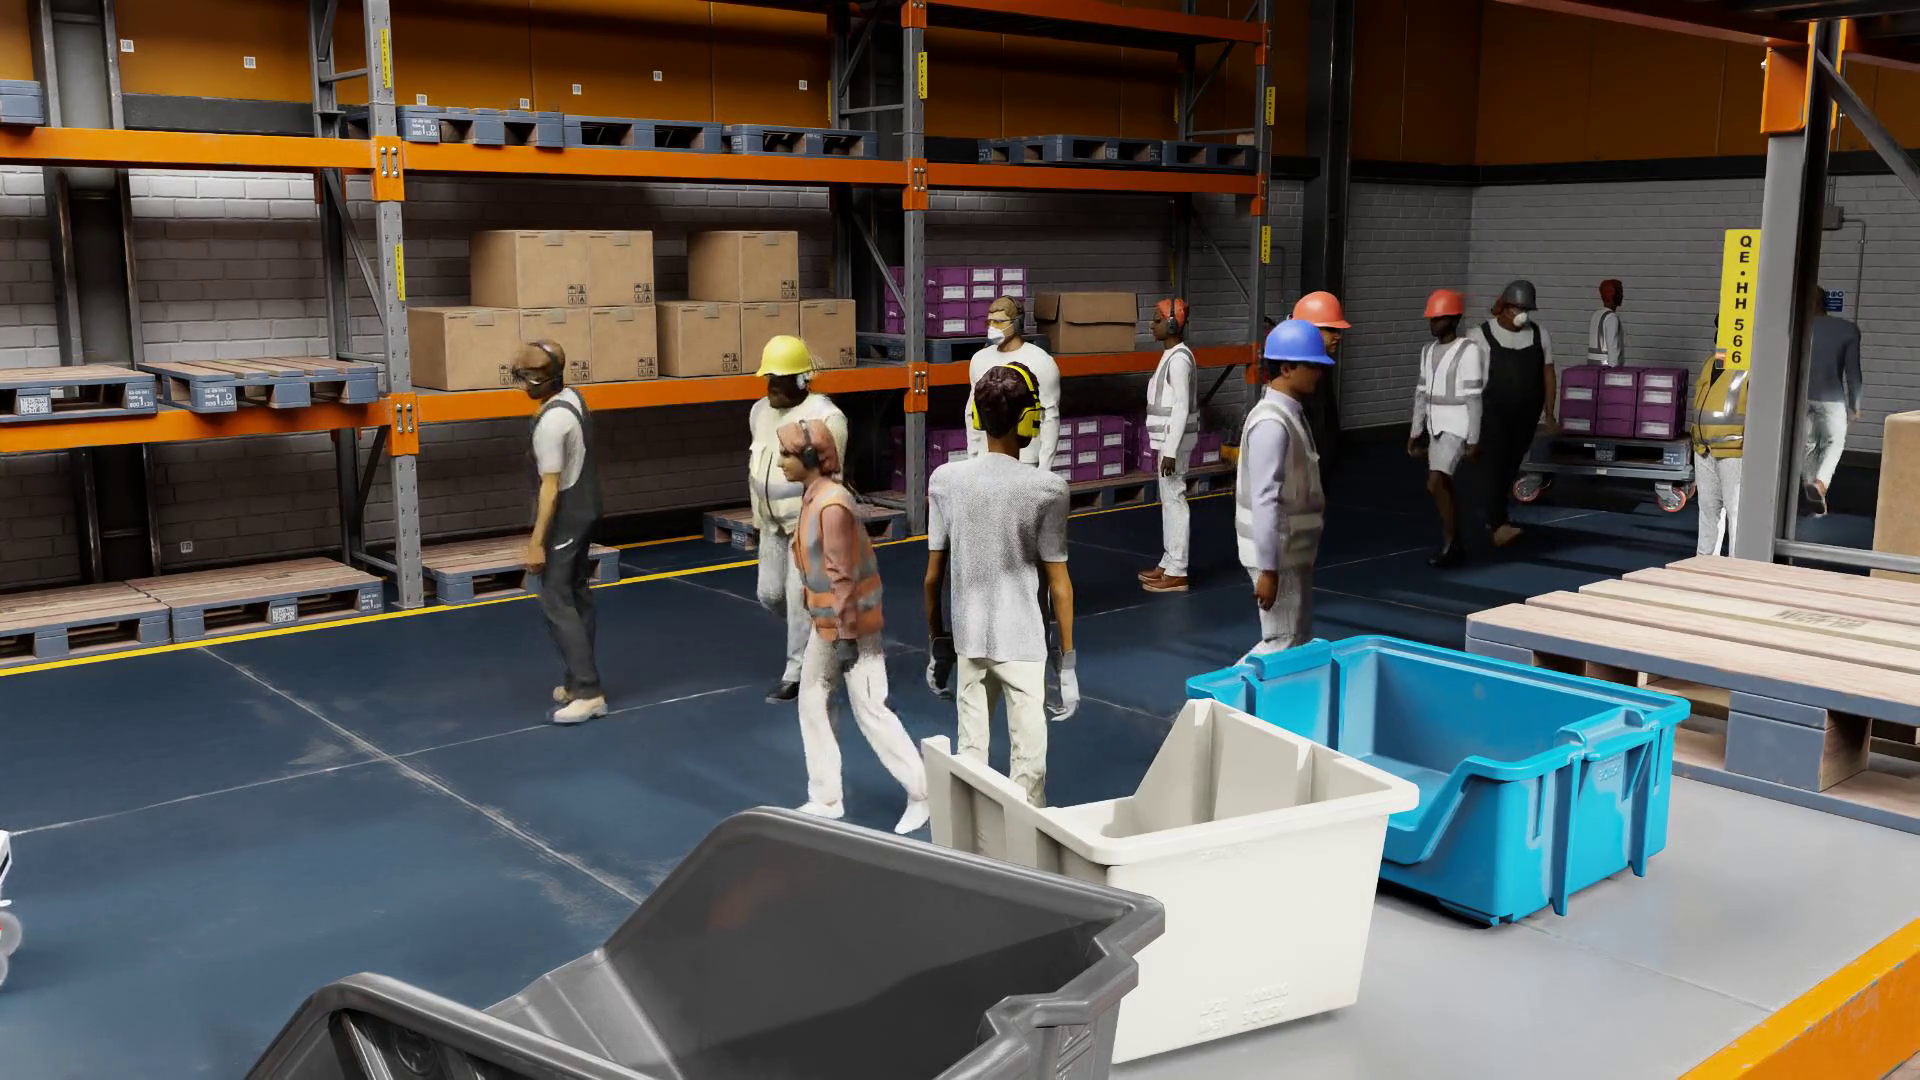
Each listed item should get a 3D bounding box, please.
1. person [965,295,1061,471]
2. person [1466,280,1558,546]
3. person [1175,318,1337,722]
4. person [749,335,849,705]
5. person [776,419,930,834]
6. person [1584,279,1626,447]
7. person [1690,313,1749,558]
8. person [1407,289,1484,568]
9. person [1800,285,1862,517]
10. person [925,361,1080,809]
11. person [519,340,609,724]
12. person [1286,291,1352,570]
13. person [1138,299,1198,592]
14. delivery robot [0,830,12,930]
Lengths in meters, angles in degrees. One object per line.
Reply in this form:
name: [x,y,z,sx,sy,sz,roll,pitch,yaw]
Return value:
person: [0.289,-0.447,9.677,0.635,1.937,0.352,8,13,39]
person: [4.136,-0.999,12.483,0.675,2.000,1.020,-1,10,-8]
person: [1.303,0.038,6.976,0.566,1.936,0.624,3,11,18]
person: [-0.771,-0.109,8.165,0.605,1.803,0.591,7,13,36]
person: [-0.374,0.325,6.343,0.617,1.591,0.522,-3,11,-19]
person: [6.373,-1.621,16.405,0.353,1.884,0.578,0,10,2]
person: [4.892,-0.569,10.636,0.429,1.843,0.633,-3,10,-14]
person: [3.321,-0.751,11.423,0.548,1.919,0.550,-3,11,-17]
person: [6.940,-1.119,13.522,0.662,1.910,0.601,7,12,35]
person: [0.137,0.371,5.294,0.537,1.869,0.312,5,11,27]
person: [-1.850,-0.045,7.840,0.354,1.803,0.643,0,10,2]
person: [1.785,-0.272,8.542,0.397,1.992,0.621,5,11,25]
person: [1.353,-0.607,10.735,0.356,1.883,0.573,0,10,3]
delivery robot: [-3.230,1.042,4.941,0.707,0.478,0.477,-4,11,-21]
